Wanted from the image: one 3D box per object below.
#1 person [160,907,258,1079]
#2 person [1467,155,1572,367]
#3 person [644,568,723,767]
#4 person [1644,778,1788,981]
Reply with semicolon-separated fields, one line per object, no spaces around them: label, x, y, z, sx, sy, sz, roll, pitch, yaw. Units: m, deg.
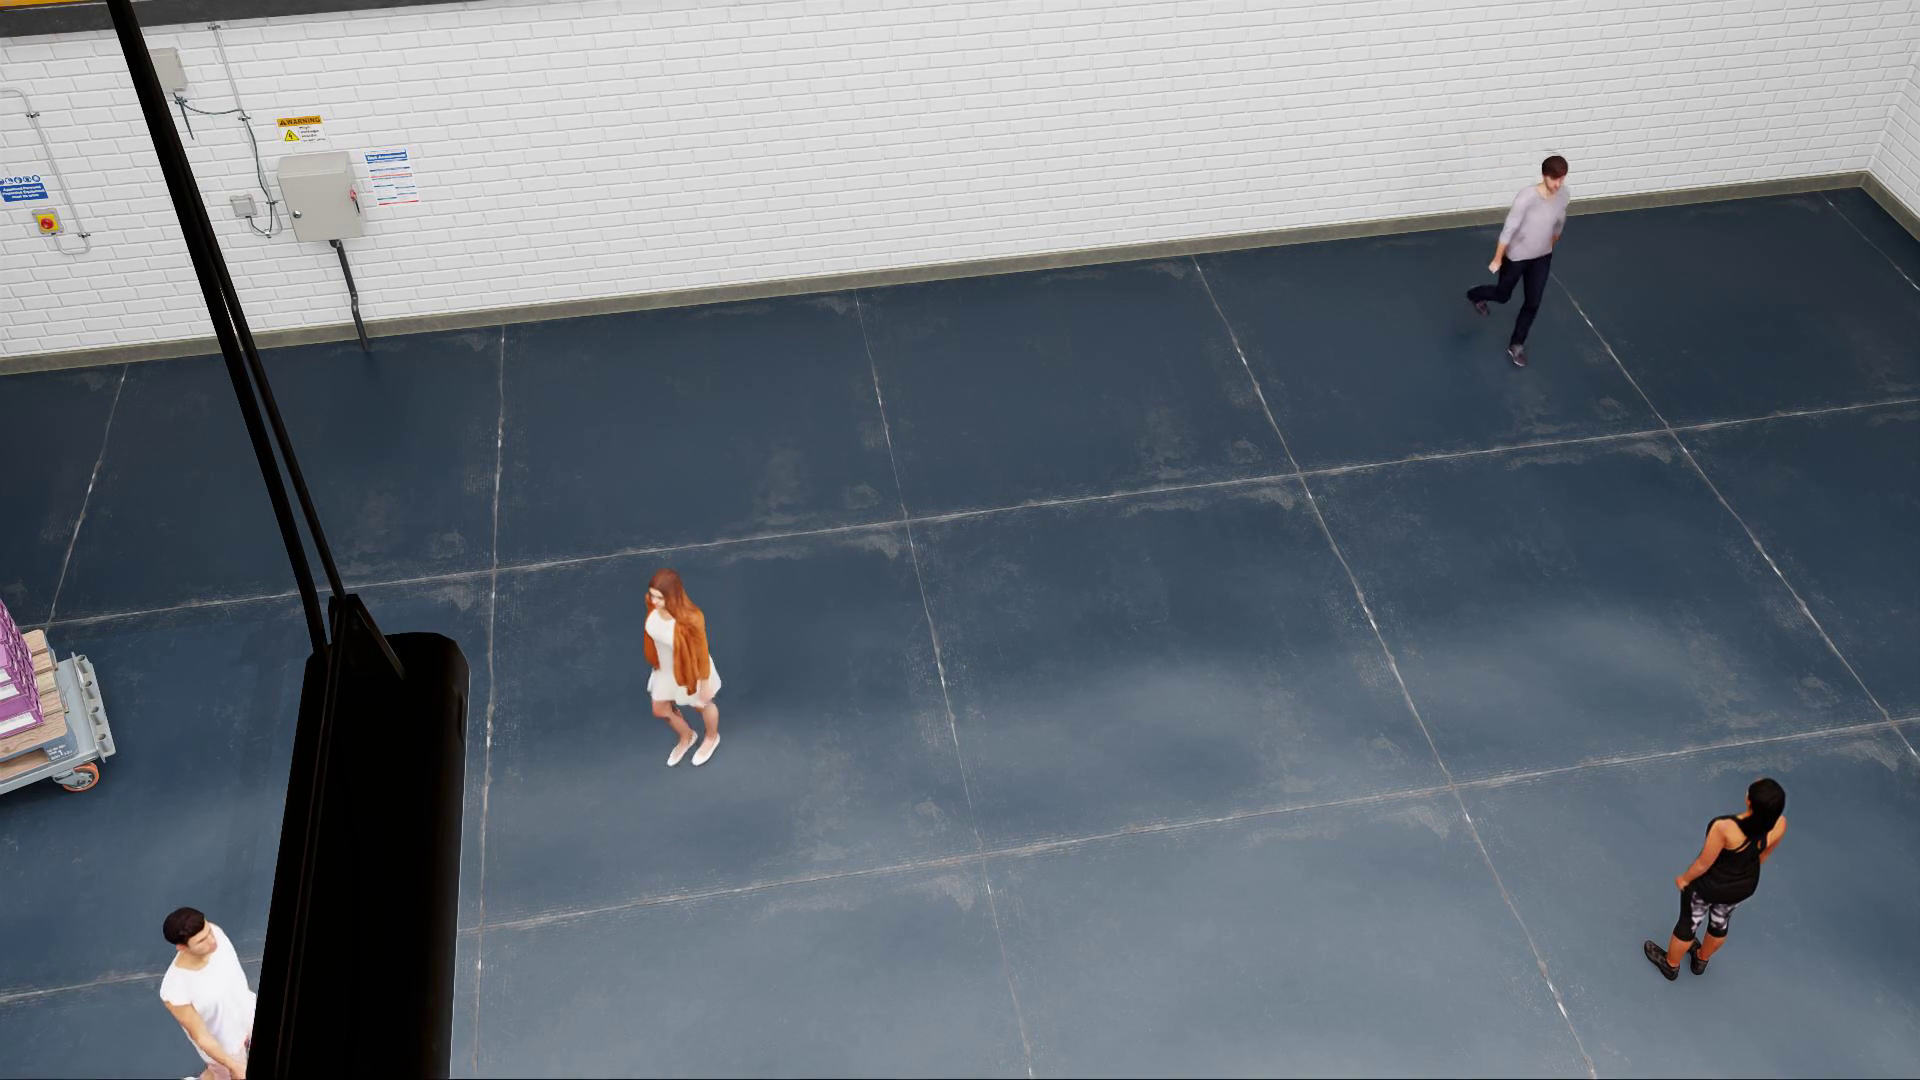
person;-3.705;2.383;8.229;0.984;1.765;1.129;9;44;10
person;4.417;-2.293;13.108;0.737;1.806;1.061;-11;45;-12
person;-1.620;0.708;10.032;0.767;1.704;0.822;23;48;23
person;4.084;1.811;8.906;0.576;1.659;0.499;-6;44;-6
